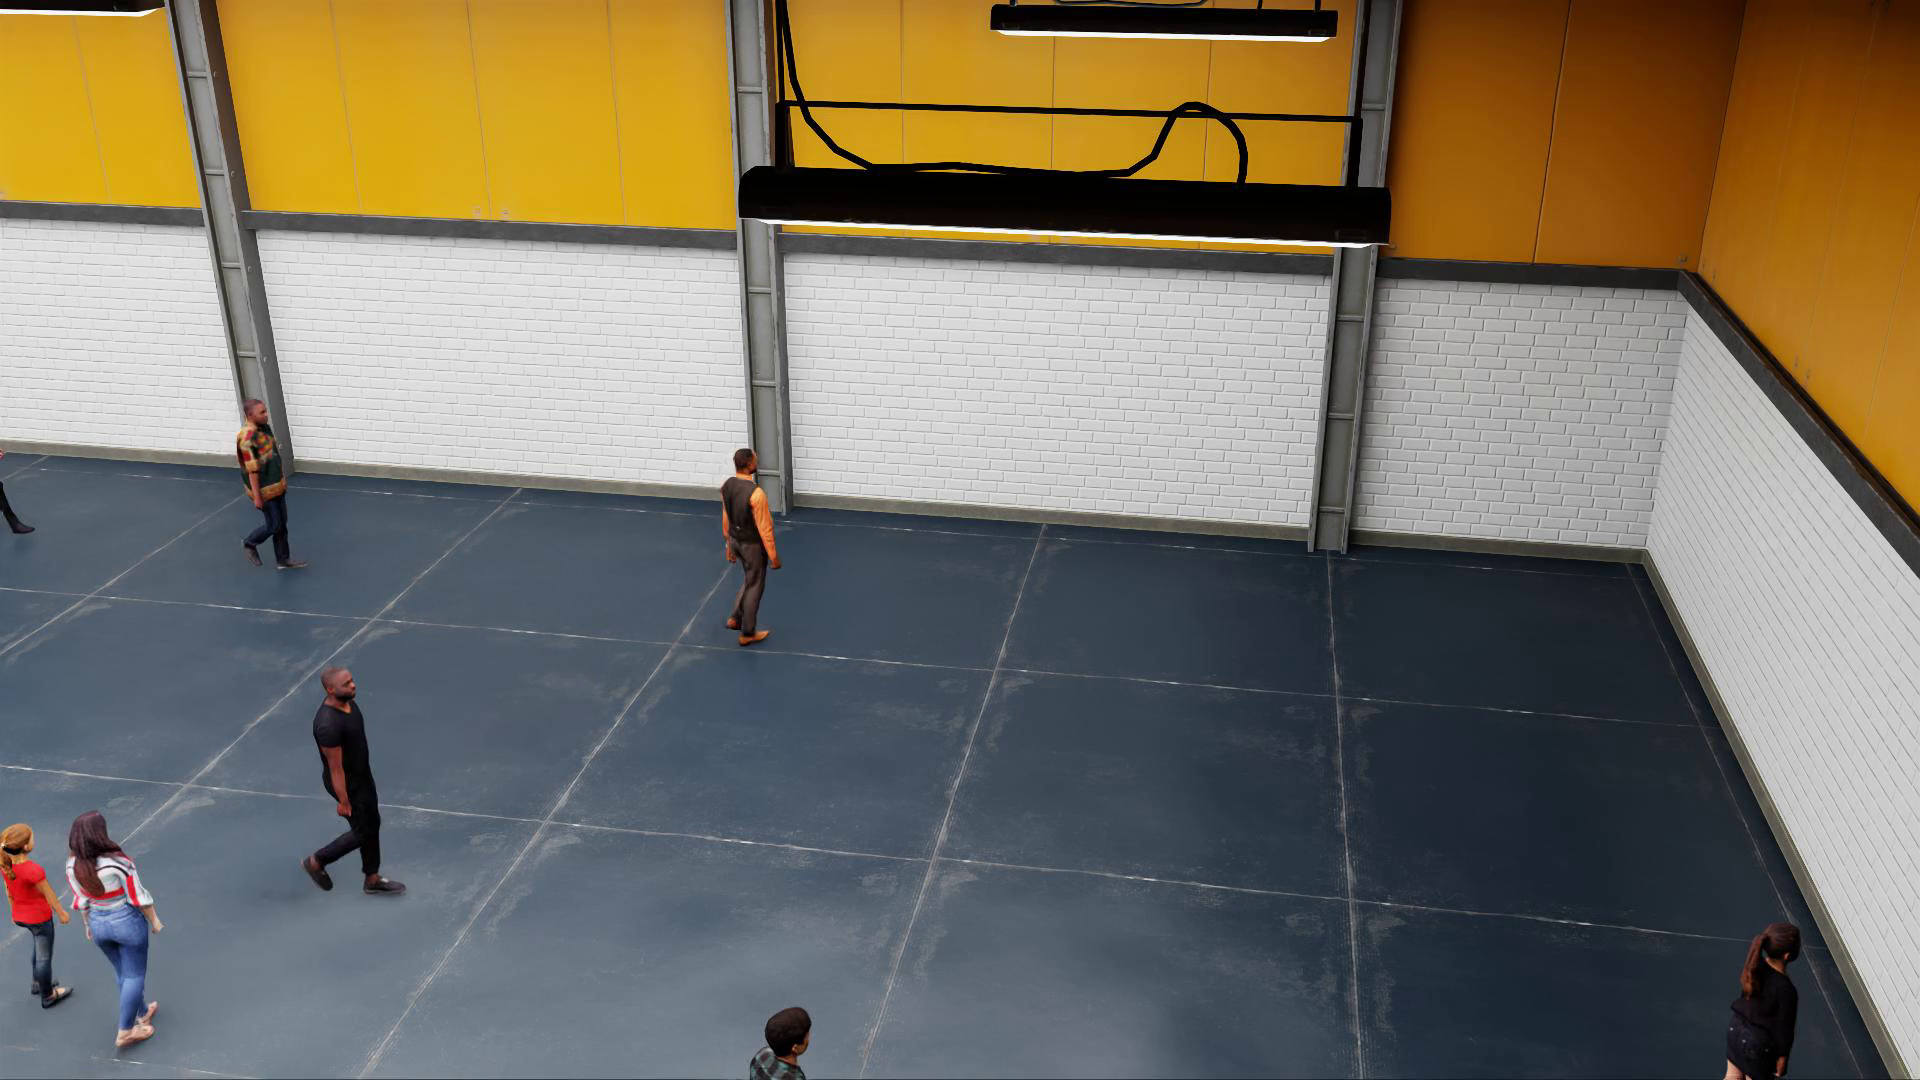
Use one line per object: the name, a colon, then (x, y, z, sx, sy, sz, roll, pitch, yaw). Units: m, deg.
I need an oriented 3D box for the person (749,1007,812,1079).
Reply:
person: (-0.915, 3.075, 8.272, 1.061, 1.700, 1.036, -17, 29, -34)

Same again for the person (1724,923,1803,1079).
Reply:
person: (4.429, 2.785, 9.255, 0.642, 1.553, 0.614, -6, 24, -13)

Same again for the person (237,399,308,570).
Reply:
person: (-6.977, -0.536, 16.549, 0.895, 1.798, 0.752, 1, 24, 2)

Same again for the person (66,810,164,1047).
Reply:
person: (-5.168, 2.369, 10.141, 0.645, 1.607, 0.714, 2, 24, 5)

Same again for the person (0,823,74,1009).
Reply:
person: (-5.874, 2.402, 10.449, 0.502, 1.300, 0.587, 11, 26, 23)

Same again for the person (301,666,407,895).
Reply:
person: (-4.286, 1.683, 11.463, 0.975, 1.804, 0.791, -1, 24, -3)

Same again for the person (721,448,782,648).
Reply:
person: (-1.968, 0.099, 14.972, 0.915, 1.896, 0.849, -19, 30, -37)
